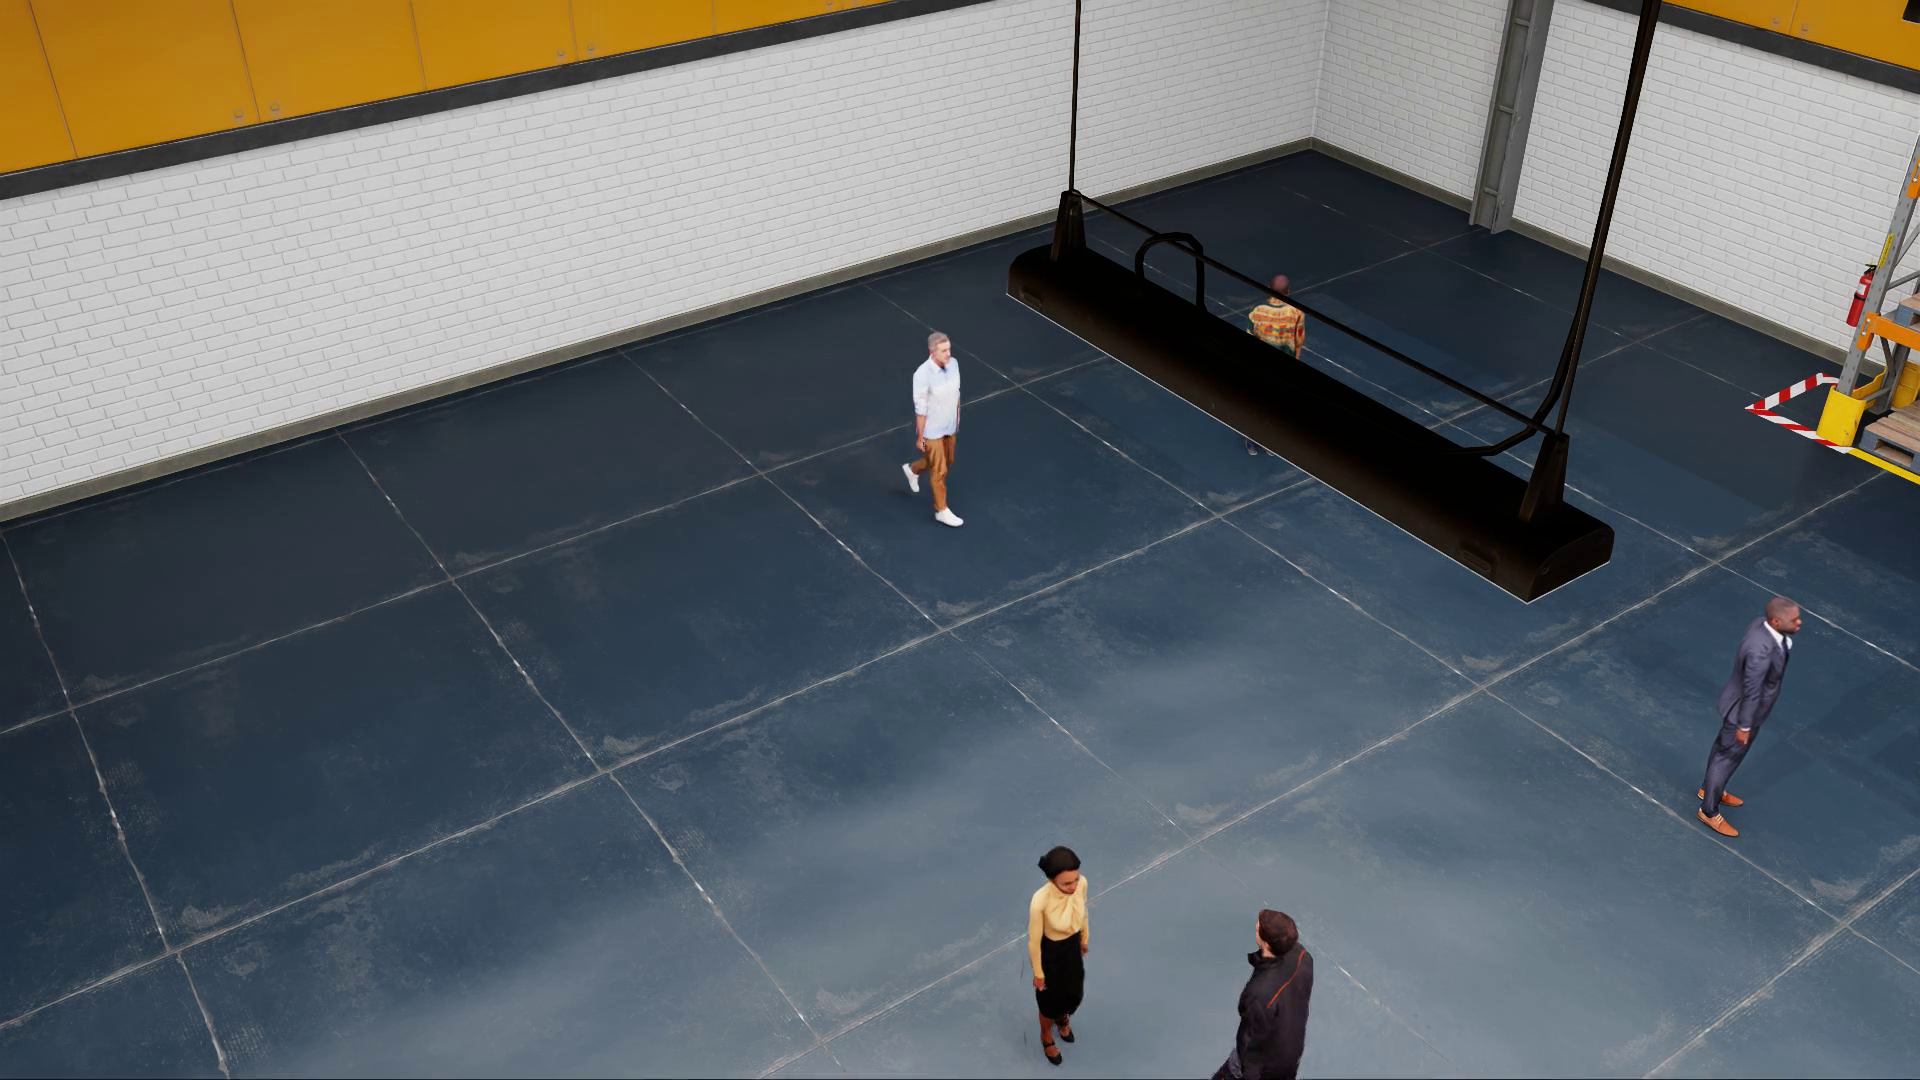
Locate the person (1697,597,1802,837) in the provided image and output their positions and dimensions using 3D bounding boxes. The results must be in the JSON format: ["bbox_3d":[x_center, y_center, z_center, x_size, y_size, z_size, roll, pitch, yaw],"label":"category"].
[{"bbox_3d":[5.306,1.135,11.237,0.771,1.824,0.780,17,37,24],"label":"person"}]

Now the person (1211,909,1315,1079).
[{"bbox_3d":[1.717,2.744,8.820,0.830,1.820,0.805,24,41,32],"label":"person"}]

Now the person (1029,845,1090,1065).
[{"bbox_3d":[0.527,2.352,9.563,0.585,1.652,0.497,-24,40,-31],"label":"person"}]

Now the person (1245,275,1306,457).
[{"bbox_3d":[2.885,-1.611,15.383,0.816,1.808,0.883,7,34,11],"label":"person"}]

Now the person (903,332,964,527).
[{"bbox_3d":[-0.260,-1.019,14.492,1.104,1.809,0.873,24,41,32],"label":"person"}]
